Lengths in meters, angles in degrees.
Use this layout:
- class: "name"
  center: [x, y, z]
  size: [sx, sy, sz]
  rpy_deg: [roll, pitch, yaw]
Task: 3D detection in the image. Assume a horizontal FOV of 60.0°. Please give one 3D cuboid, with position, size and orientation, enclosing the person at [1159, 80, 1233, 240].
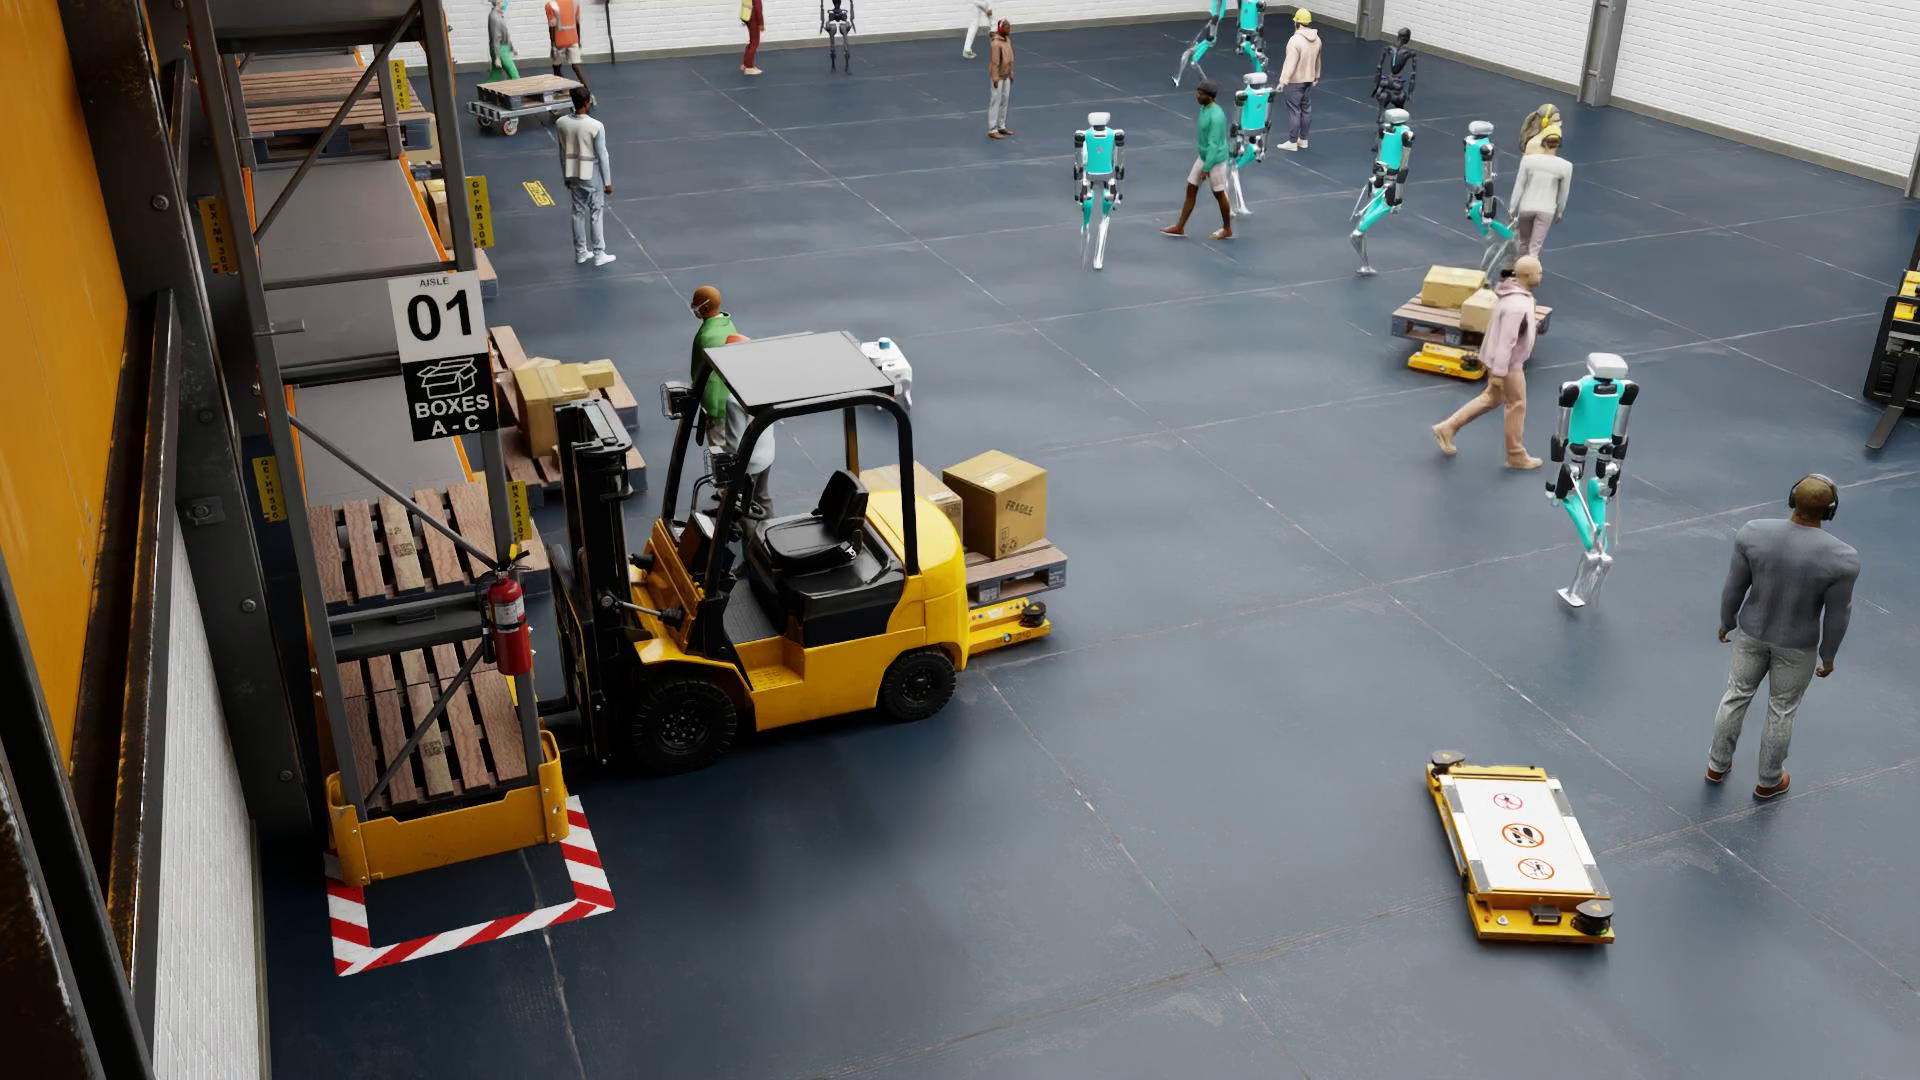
- class: "person"
  center: [2.728, -4.265, 18.766]
  size: [0.931, 1.802, 0.509]
  rpy_deg: [-7, 27, -13]

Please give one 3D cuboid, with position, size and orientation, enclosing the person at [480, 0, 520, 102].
- class: "person"
  center: [-6.819, -7.283, 24.781]
  size: [0.939, 1.797, 0.508]
  rpy_deg: [-8, 28, -16]

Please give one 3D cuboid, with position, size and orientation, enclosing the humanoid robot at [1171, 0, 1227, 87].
- class: "humanoid robot"
  center: [3.751, -7.996, 26.319]
  size: [0.929, 1.808, 0.556]
  rpy_deg: [6, 27, 11]

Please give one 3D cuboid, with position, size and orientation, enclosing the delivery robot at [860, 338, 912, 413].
- class: "delivery robot"
  center: [-0.661, -1.488, 14.616]
  size: [0.499, 0.583, 0.775]
  rpy_deg: [-7, 27, -13]

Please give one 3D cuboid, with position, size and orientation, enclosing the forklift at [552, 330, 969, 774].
- class: "forklift"
  center: [-1.094, 0.010, 9.831]
  size: [2.313, 2.155, 1.214]
  rpy_deg: [-10, 28, -20]

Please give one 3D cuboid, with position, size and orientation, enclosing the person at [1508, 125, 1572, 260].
- class: "person"
  center: [5.955, -3.403, 17.134]
  size: [0.537, 1.705, 0.812]
  rpy_deg: [13, 30, 24]

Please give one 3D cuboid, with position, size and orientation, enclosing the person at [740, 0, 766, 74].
- class: "person"
  center: [-3.393, -8.536, 27.323]
  size: [0.441, 1.743, 0.497]
  rpy_deg: [-10, 28, -19]

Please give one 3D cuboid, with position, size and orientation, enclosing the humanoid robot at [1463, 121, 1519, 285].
- class: "humanoid robot"
  center: [5.523, -3.422, 17.210]
  size: [0.772, 1.811, 0.541]
  rpy_deg: [-4, 27, -8]

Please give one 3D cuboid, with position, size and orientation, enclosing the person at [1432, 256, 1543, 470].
- class: "person"
  center: [4.262, -1.404, 13.128]
  size: [0.817, 1.760, 0.530]
  rpy_deg: [5, 27, 11]

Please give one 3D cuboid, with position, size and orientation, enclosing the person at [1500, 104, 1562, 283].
- class: "person"
  center: [6.012, -3.635, 17.456]
  size: [0.427, 1.867, 0.586]
  rpy_deg: [10, 28, 19]

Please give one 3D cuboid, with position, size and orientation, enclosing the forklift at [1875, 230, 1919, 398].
- class: "forklift"
  center: [9.029, -2.397, 14.618]
  size: [1.214, 2.155, 2.313]
  rpy_deg: [18, 32, 32]

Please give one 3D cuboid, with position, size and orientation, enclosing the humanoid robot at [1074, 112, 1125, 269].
- class: "humanoid robot"
  center: [1.463, -3.670, 17.785]
  size: [0.546, 1.898, 0.733]
  rpy_deg: [1, 27, 1]

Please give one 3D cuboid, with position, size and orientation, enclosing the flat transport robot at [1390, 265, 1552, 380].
- class: "flat transport robot"
  center: [4.791, -1.859, 15.684]
  size: [0.659, 0.231, 1.431]
  rpy_deg: [17, 31, 30]

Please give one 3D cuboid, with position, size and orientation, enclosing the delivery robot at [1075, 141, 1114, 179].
- class: "delivery robot"
  center: [1.752, -4.934, 21.502]
  size: [0.499, 0.612, 0.810]
  rpy_deg: [1, 27, 2]

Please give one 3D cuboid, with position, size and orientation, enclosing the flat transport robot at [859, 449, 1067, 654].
- class: "flat transport robot"
  center: [-0.026, 0.330, 11.330]
  size: [0.659, 0.231, 1.431]
  rpy_deg: [-13, 29, -24]

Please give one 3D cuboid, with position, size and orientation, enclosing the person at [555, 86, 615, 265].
- class: "person"
  center: [-4.041, -3.916, 17.957]
  size: [0.595, 1.909, 0.410]
  rpy_deg: [10, 29, 20]

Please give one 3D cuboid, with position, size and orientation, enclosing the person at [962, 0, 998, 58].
- class: "person"
  center: [0.412, -9.271, 28.688]
  size: [0.575, 1.841, 0.973]
  rpy_deg: [23, 35, 38]

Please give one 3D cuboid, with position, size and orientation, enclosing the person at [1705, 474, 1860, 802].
- class: "person"
  center: [4.463, 0.531, 9.074]
  size: [0.636, 1.938, 0.359]
  rpy_deg: [21, 33, 35]

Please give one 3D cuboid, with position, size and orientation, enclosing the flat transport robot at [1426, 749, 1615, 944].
- class: "flat transport robot"
  center: [2.935, 1.601, 8.803]
  size: [0.659, 0.231, 1.431]
  rpy_deg: [2, 27, 3]

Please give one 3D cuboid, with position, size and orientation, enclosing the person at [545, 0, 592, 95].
- class: "person"
  center: [-5.965, -7.577, 25.217]
  size: [0.965, 1.926, 0.613]
  rpy_deg: [24, 35, 39]

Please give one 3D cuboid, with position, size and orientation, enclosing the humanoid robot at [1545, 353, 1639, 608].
- class: "humanoid robot"
  center: [4.193, -0.245, 10.953]
  size: [0.545, 1.903, 0.722]
  rpy_deg: [-4, 27, -9]

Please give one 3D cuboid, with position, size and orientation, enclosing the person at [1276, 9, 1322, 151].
- class: "person"
  center: [4.635, -6.267, 22.674]
  size: [0.819, 1.864, 0.419]
  rpy_deg: [-22, 34, -37]

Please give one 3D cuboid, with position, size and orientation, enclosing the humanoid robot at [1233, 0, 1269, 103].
- class: "humanoid robot"
  center: [4.626, -7.620, 25.569]
  size: [1.017, 1.770, 0.538]
  rpy_deg: [-18, 32, -32]

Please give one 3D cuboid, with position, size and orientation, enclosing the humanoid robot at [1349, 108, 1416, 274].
- class: "humanoid robot"
  center: [4.338, -3.595, 17.576]
  size: [0.718, 1.850, 0.542]
  rpy_deg: [-10, 28, -19]

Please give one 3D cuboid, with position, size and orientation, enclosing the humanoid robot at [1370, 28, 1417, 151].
- class: "humanoid robot"
  center: [5.940, -6.193, 22.795]
  size: [0.618, 1.621, 0.797]
  rpy_deg: [18, 32, 32]

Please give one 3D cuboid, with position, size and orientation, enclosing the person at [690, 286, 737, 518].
- class: "person"
  center: [-1.791, -1.028, 12.361]
  size: [0.388, 1.777, 0.537]
  rpy_deg: [2, 27, 3]

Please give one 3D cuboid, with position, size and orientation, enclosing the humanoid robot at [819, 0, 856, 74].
- class: "humanoid robot"
  center: [-2.018, -8.528, 27.384]
  size: [0.612, 1.643, 0.393]
  rpy_deg: [-1, 27, -2]

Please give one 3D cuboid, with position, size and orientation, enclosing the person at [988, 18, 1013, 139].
- class: "person"
  center: [0.563, -6.477, 23.339]
  size: [0.310, 1.645, 0.466]
  rpy_deg: [14, 30, 25]

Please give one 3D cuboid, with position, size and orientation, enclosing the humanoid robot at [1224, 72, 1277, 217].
- class: "humanoid robot"
  center: [3.266, -4.661, 19.477]
  size: [0.533, 1.676, 0.735]
  rpy_deg: [-13, 29, -24]

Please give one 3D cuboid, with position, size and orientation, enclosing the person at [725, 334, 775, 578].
- class: "person"
  center: [-1.472, -0.588, 11.522]
  size: [0.351, 1.737, 0.572]
  rpy_deg: [9, 28, 17]
